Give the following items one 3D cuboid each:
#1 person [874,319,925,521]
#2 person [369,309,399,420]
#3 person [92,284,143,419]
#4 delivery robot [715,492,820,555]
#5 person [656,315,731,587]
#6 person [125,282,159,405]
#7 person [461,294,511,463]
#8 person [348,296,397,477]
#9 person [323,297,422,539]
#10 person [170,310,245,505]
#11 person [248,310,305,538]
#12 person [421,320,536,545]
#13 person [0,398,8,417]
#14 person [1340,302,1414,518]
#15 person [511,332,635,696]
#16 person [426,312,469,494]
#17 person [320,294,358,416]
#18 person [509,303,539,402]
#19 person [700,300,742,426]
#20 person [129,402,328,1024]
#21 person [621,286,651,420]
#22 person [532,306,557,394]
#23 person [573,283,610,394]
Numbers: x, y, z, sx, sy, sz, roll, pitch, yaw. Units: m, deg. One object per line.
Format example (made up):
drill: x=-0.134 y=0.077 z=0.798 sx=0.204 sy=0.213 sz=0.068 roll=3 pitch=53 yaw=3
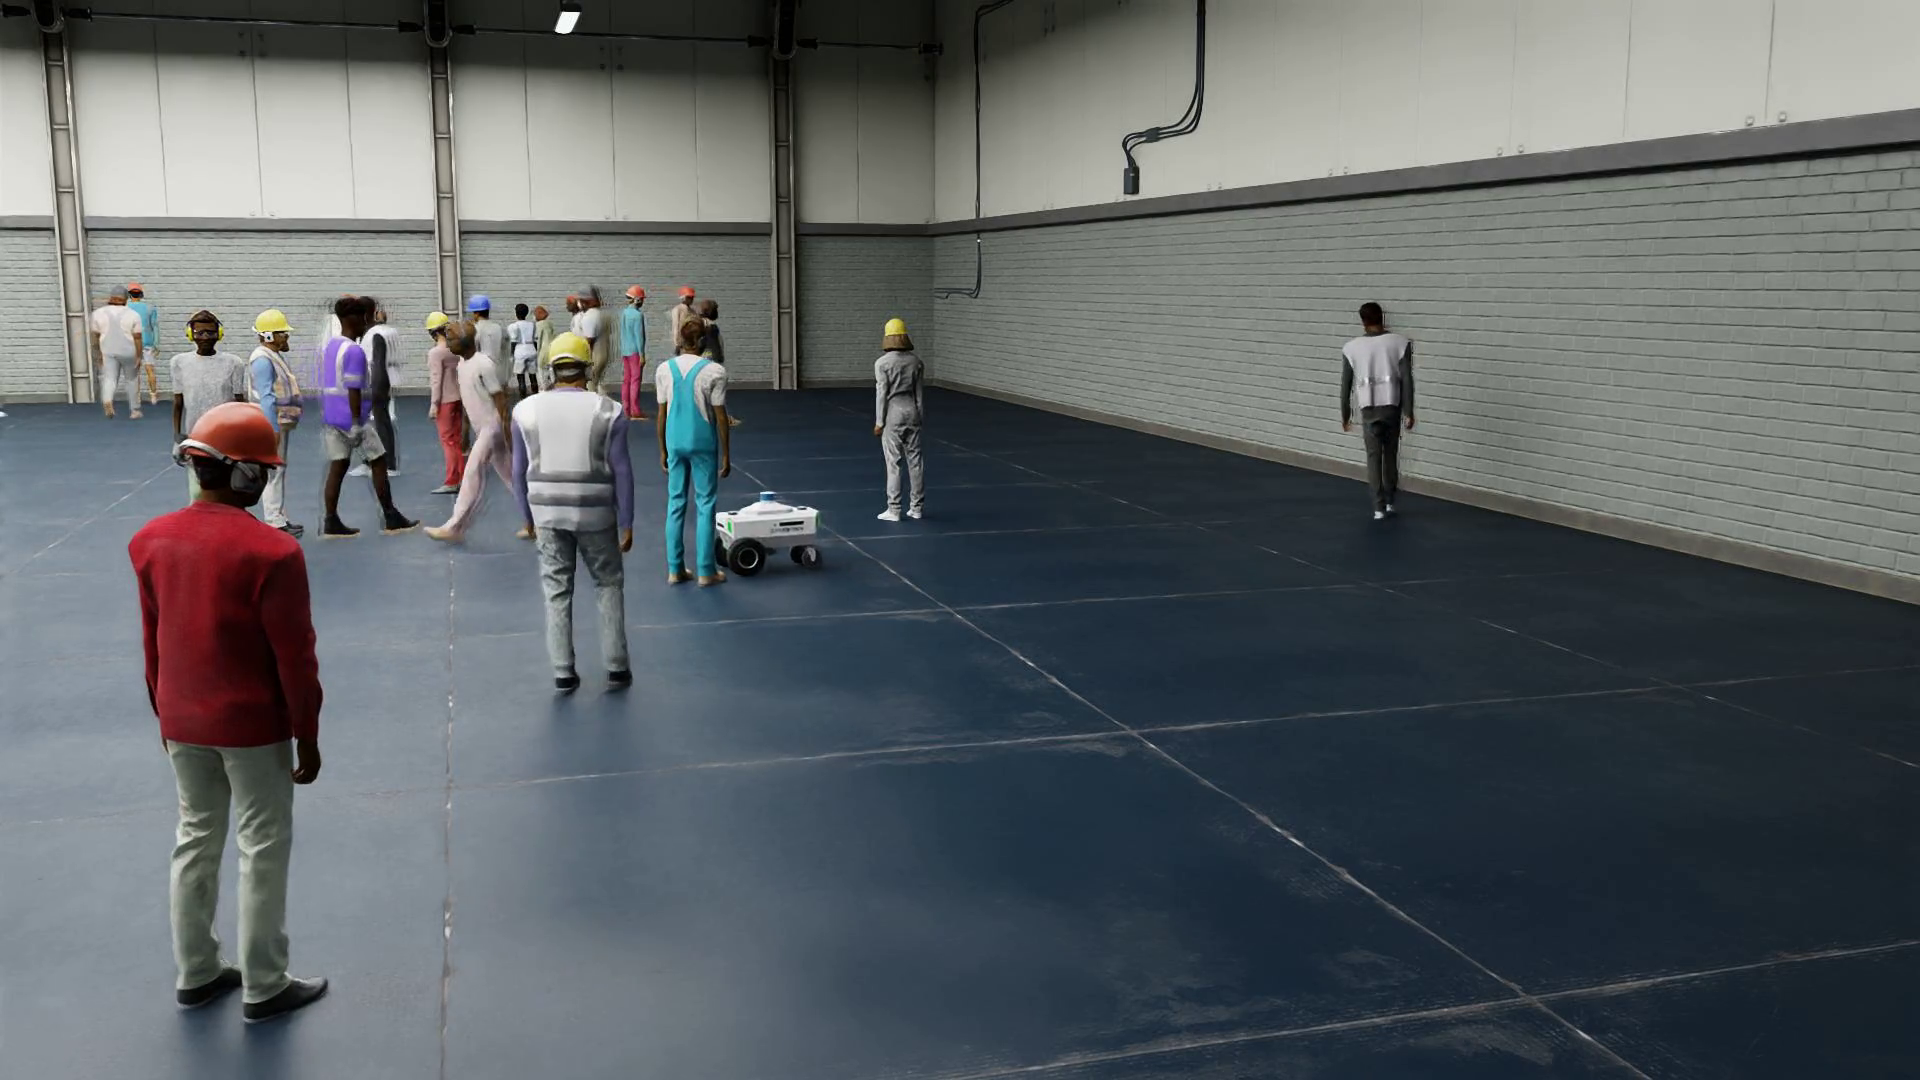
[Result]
person: x=-0.536 y=-1.034 z=14.374 sx=0.487 sy=1.736 sz=0.322 roll=-6 pitch=11 yaw=-34
person: x=-8.558 y=-2.587 z=24.594 sx=0.512 sy=1.638 sz=0.312 roll=-5 pitch=10 yaw=-28
person: x=-12.437 y=-2.790 z=24.609 sx=0.688 sy=2.000 sz=0.809 roll=-2 pitch=9 yaw=-11
delivery robot: x=-1.368 y=-0.102 z=11.863 sx=0.707 sy=0.478 sz=0.477 roll=-3 pitch=10 yaw=-25
person: x=-1.801 y=-0.595 z=11.268 sx=0.511 sy=1.835 sz=0.353 roll=2 pitch=9 yaw=14
person: x=-13.604 y=-3.250 z=27.544 sx=0.615 sy=2.038 sz=0.395 roll=-6 pitch=11 yaw=-36
person: x=-5.290 y=-1.784 z=18.584 sx=0.626 sy=1.918 sz=0.753 roll=-8 pitch=12 yaw=-42
person: x=-6.227 y=-1.595 z=17.415 sx=0.619 sy=1.897 sz=0.630 roll=-6 pitch=11 yaw=-36
person: x=-4.796 y=-0.984 z=13.426 sx=0.890 sy=1.929 sz=0.615 roll=-9 pitch=12 yaw=-44
person: x=-5.399 y=-0.719 z=11.981 sx=0.513 sy=1.860 sz=0.339 roll=-3 pitch=9 yaw=-18
person: x=-5.508 y=-0.933 z=13.416 sx=0.403 sy=1.834 sz=0.586 roll=-3 pitch=9 yaw=-16
person: x=-3.729 y=-0.841 z=13.093 sx=1.008 sy=1.774 sz=0.502 roll=-5 pitch=10 yaw=-29
person: x=-14.808 y=-2.655 z=25.122 sx=0.747 sy=1.607 sz=0.510 roll=4 pitch=10 yaw=23
person: x=3.657 y=-1.143 z=14.616 sx=0.629 sy=1.872 sz=0.682 roll=2 pitch=9 yaw=14
person: x=-1.918 y=-0.123 z=8.296 sx=0.618 sy=1.819 sz=0.448 roll=0 pitch=9 yaw=-1
person: x=-5.004 y=-1.327 z=16.154 sx=0.329 sy=1.765 sz=0.526 roll=2 pitch=9 yaw=10
person: x=-9.345 y=-2.771 z=25.083 sx=0.691 sy=1.854 sz=0.436 roll=3 pitch=9 yaw=17
person: x=-6.953 y=-2.920 z=26.527 sx=0.321 sy=1.696 sz=0.537 roll=7 pitch=12 yaw=40
person: x=-3.553 y=-2.464 z=23.306 sx=0.949 sy=1.802 sz=0.639 roll=-4 pitch=10 yaw=-25
person: x=-2.025 y=0.483 z=4.684 sx=0.575 sy=1.739 sz=0.353 roll=3 pitch=9 yaw=19
person: x=-4.821 y=-2.775 z=24.710 sx=0.414 sy=1.985 sz=0.610 roll=-6 pitch=11 yaw=-35
person: x=-7.440 y=-3.371 z=29.700 sx=0.499 sy=1.604 sz=0.505 roll=2 pitch=9 yaw=15
person: x=-4.889 y=-2.363 z=21.885 sx=0.536 sy=2.000 sz=0.701 roll=0 pitch=9 yaw=3
